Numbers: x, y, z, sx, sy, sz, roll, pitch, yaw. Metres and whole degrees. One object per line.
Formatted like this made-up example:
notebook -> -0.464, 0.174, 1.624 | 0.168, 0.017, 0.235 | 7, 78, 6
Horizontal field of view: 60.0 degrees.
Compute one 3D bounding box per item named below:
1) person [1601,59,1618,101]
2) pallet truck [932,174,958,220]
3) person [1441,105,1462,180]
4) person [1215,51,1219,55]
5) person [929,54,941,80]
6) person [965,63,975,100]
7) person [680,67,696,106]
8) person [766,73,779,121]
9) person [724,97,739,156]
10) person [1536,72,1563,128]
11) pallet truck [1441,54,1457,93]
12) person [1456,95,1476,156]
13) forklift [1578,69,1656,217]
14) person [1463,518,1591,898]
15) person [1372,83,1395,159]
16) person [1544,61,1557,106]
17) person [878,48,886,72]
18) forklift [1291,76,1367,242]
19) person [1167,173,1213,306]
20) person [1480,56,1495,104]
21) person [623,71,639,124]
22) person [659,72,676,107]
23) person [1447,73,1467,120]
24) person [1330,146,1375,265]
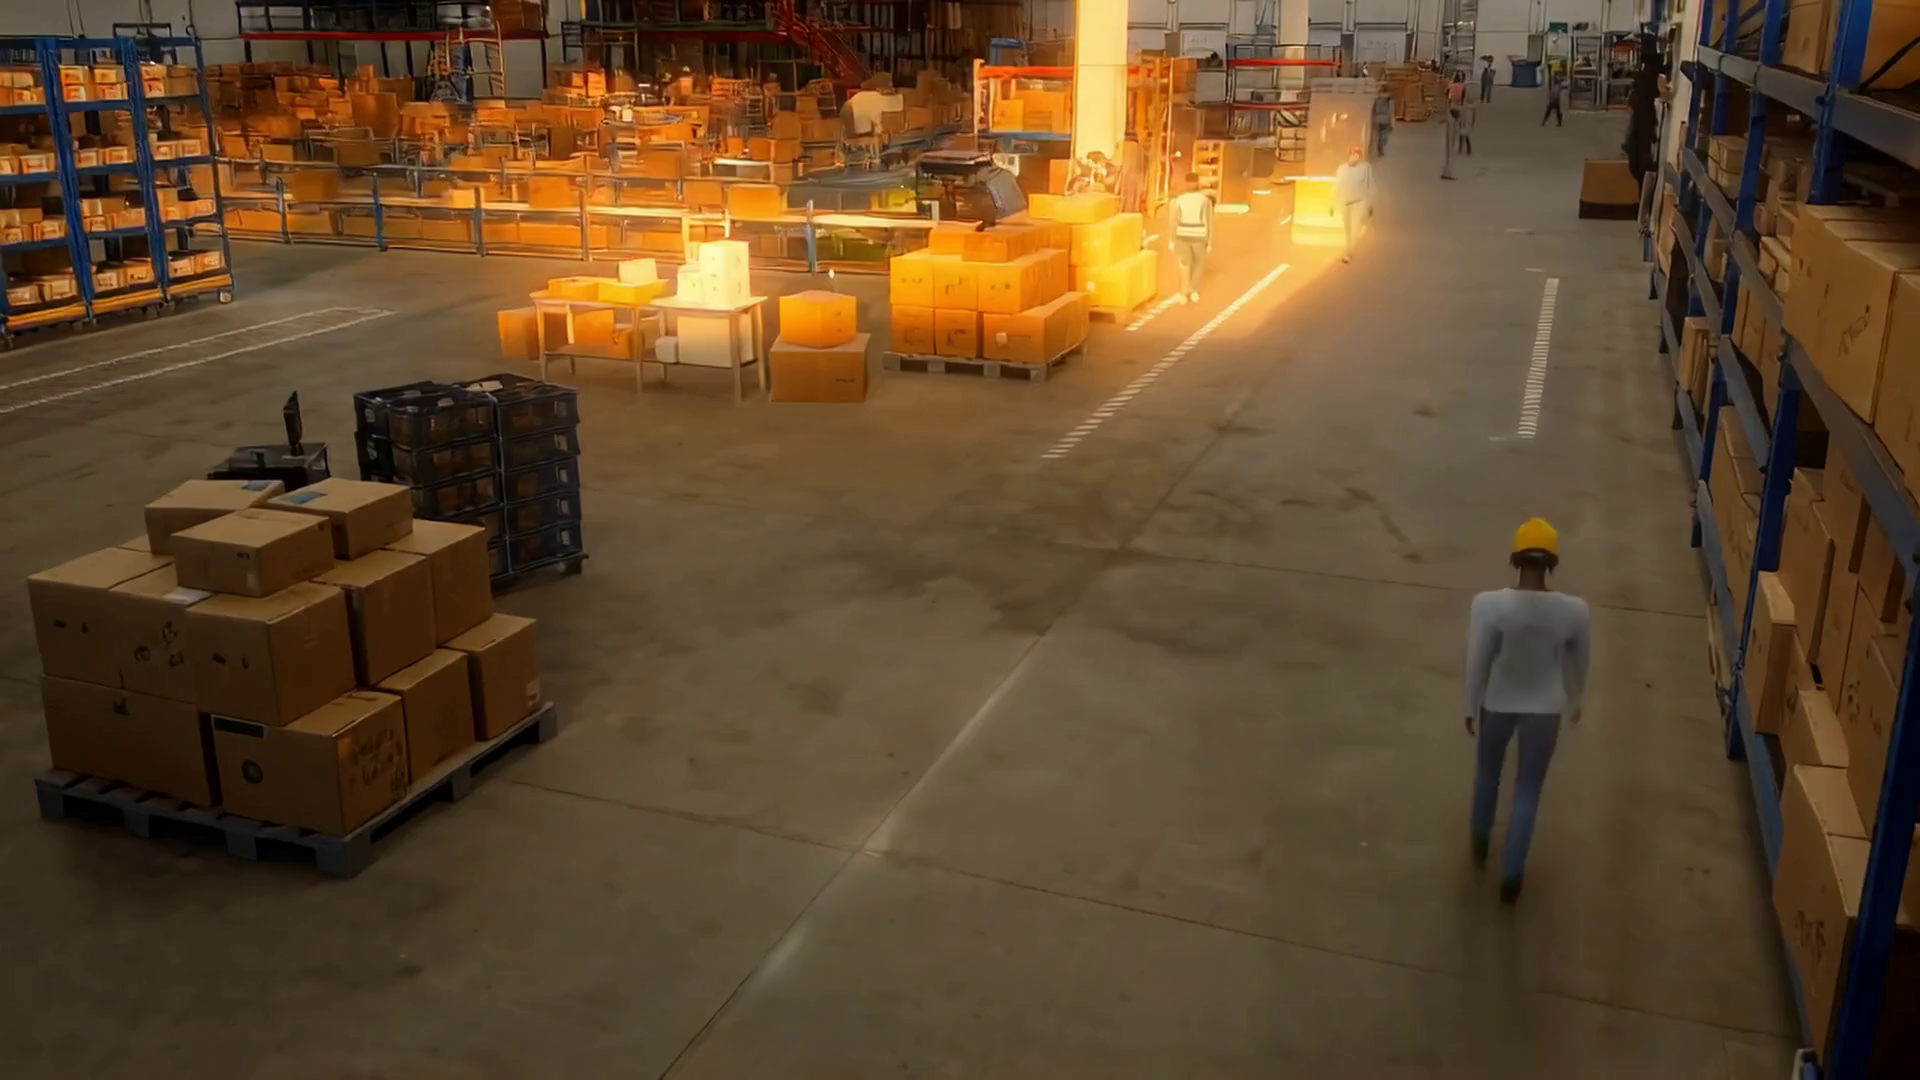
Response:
person -> 29.233, -20.643, 74.636 | 0.647, 1.882, 0.646 | 10, 20, 28
pallet truck -> -0.507, -5.292, 27.348 | 0.653, 1.274, 1.630 | 6, 19, 19
person -> 11.871, -9.591, 40.103 | 0.327, 1.765, 0.528 | -2, 18, -5
person -> 13.968, -25.772, 90.803 | 0.541, 1.851, 0.533 | -16, 24, -41
person -> -1.253, -23.099, 82.392 | 0.613, 1.869, 1.022 | 5, 18, 14
person -> 0.441, -18.474, 67.823 | 1.035, 1.879, 0.553 | 15, 23, 39
person -> -9.861, -16.321, 60.934 | 0.871, 1.963, 0.617 | 12, 21, 33
person -> -6.899, -16.311, 61.253 | 0.484, 1.744, 0.297 | -1, 18, -5
person -> -6.401, -11.554, 46.509 | 0.518, 1.613, 0.508 | 15, 23, 39
person -> 20.610, -15.289, 57.817 | 0.960, 1.871, 0.608 | -2, 18, -8
pallet truck -> 22.765, -21.886, 78.355 | 0.823, 1.965, 1.885 | -4, 18, -14
person -> 14.122, -11.575, 46.453 | 0.546, 1.685, 0.542 | -2, 18, -5
forklift -> 13.219, -7.740, 32.475 | 1.873, 2.768, 1.129 | 6, 19, 18
person -> 2.612, 0.736, 7.715 | 0.528, 1.734, 0.790 | 7, 19, 21
person -> 11.607, -11.478, 45.593 | 0.632, 2.032, 0.420 | 10, 20, 29
person -> 25.305, -19.531, 71.187 | 0.322, 1.861, 0.520 | -10, 20, -30
person -> -4.486, -27.340, 95.741 | 0.516, 1.844, 0.332 | -12, 21, -32
forklift -> 6.598, -6.755, 29.381 | 1.129, 2.768, 1.873 | 6, 19, 19
person -> 3.190, -4.184, 23.088 | 0.625, 1.777, 0.945 | 3, 18, 10
person -> 23.166, -20.179, 72.921 | 0.537, 2.000, 0.679 | -13, 22, -36
person -> -11.779, -15.761, 59.336 | 0.969, 1.864, 0.600 | -12, 21, -33
person -> -10.429, -15.751, 59.348 | 0.596, 1.831, 0.403 | -8, 19, -25
person -> 16.897, -14.910, 56.577 | 0.617, 1.930, 1.002 | 6, 18, 17
person -> 6.243, -5.352, 26.622 | 0.673, 1.856, 0.991 | 10, 20, 29
